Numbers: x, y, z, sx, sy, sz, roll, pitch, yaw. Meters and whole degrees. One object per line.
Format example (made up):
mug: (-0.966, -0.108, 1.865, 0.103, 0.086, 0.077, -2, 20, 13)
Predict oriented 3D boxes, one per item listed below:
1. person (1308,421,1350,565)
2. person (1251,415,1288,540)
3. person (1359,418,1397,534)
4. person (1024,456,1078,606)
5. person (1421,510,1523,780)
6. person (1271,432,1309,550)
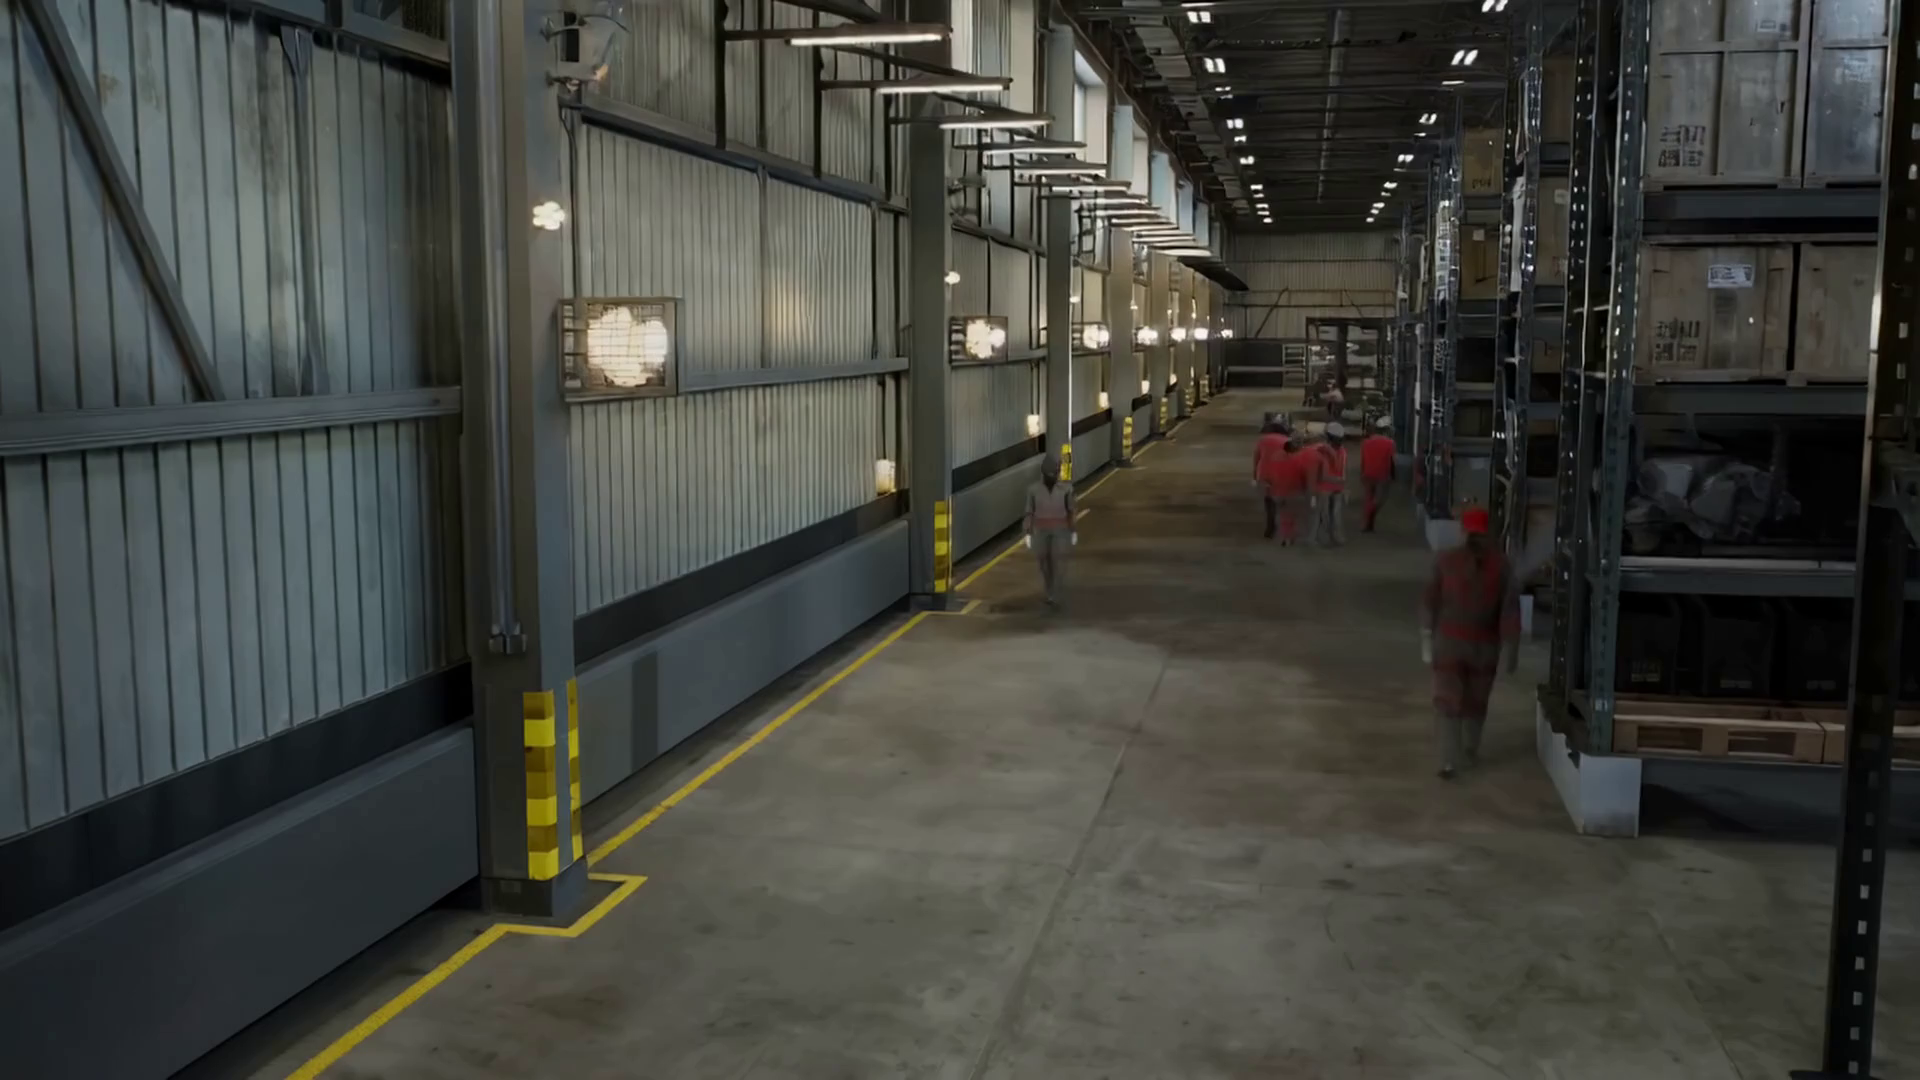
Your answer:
person: (4.946, -0.650, 22.404, 0.611, 1.919, 0.735, -3, 8, -26)
person: (4.709, -0.943, 25.048, 0.568, 1.850, 1.055, 2, 8, 19)
person: (6.388, -0.969, 25.467, 0.686, 1.790, 0.472, 6, 9, 40)
person: (1.023, -0.111, 18.905, 0.586, 1.703, 0.817, 2, 7, 14)
person: (3.536, 0.737, 11.481, 0.667, 1.863, 0.911, 2, 7, 13)
person: (4.710, -0.701, 23.732, 0.502, 1.682, 0.945, 2, 7, 15)
